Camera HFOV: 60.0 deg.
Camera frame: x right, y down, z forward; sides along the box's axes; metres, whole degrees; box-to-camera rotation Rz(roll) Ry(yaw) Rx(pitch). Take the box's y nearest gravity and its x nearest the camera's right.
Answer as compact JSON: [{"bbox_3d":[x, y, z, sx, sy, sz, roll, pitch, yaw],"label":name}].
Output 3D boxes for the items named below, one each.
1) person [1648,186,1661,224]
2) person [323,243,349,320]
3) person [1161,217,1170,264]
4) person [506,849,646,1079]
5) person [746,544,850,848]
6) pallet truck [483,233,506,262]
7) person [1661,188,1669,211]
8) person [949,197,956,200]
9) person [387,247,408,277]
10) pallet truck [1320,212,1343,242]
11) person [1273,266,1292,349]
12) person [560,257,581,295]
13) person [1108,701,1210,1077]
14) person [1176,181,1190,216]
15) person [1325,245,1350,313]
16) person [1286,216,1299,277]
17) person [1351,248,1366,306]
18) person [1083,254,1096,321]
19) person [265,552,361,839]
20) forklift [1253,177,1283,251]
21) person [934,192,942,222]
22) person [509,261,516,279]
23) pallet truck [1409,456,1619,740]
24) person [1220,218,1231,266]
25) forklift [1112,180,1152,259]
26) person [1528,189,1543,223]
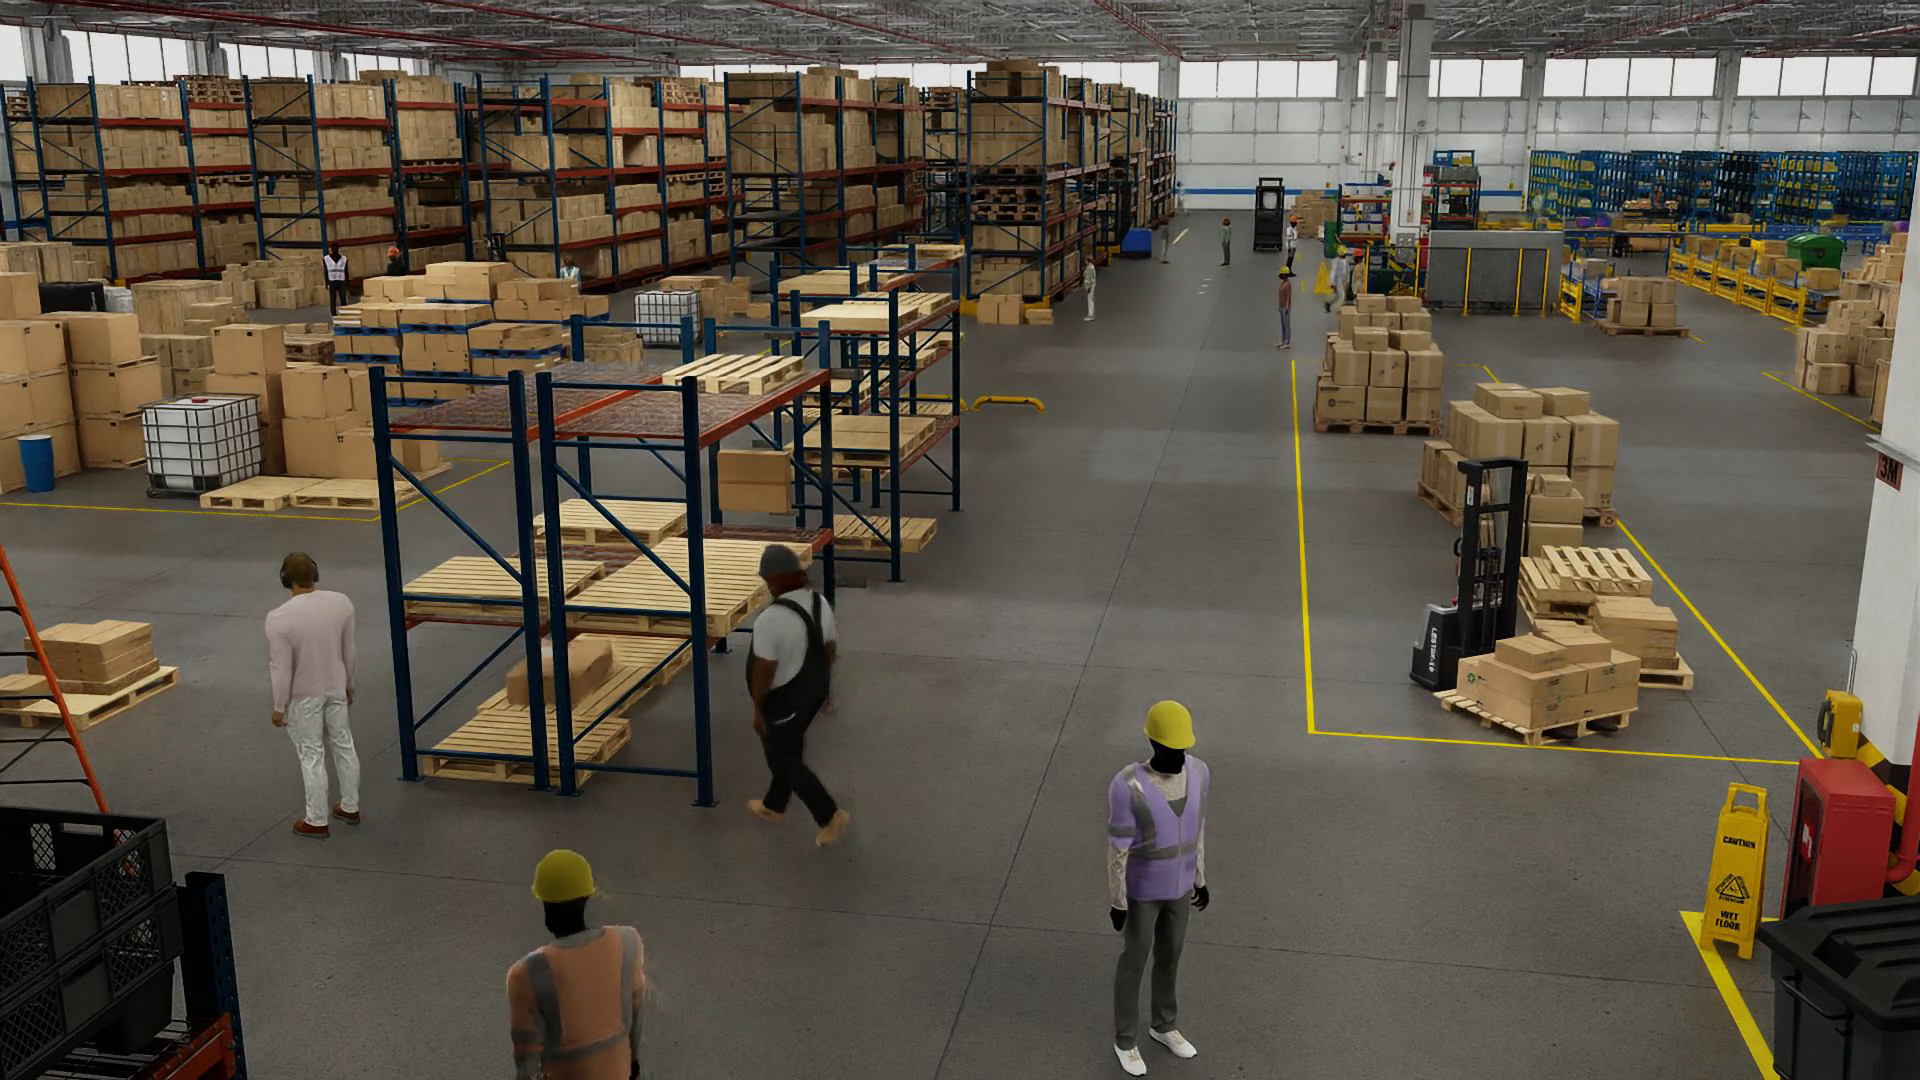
[{"bbox_3d":[33.302,-15.953,79.796,0.608,1.996,0.375,-1,14,-4],"label":"person"},{"bbox_3d":[-15.418,-6.393,41.162,0.587,1.911,0.397,-7,16,-27],"label":"person"},{"bbox_3d":[7.275,-10.560,58.669,0.329,1.626,0.517,3,14,13],"label":"person"},{"bbox_3d":[-1.561,2.109,6.672,0.612,1.881,0.960,-10,17,-36],"label":"person"},{"bbox_3d":[-1.091,0.984,10.935,0.898,2.000,0.707,8,16,28],"label":"person"},{"bbox_3d":[-11.832,-7.026,43.548,1.885,1.965,0.823,8,16,28],"label":"pallet truck"},{"bbox_3d":[36.274,-17.362,85.842,0.563,1.838,0.389,3,14,10],"label":"person"},{"bbox_3d":[-0.274,-17.262,85.470,0.625,1.828,0.434,2,14,6],"label":"person"},{"bbox_3d":[-12.954,-5.732,38.297,0.609,1.996,0.383,8,16,29],"label":"person"},{"bbox_3d":[15.874,-13.227,70.310,0.680,1.201,1.601,10,17,35],"label":"pallet truck"},{"bbox_3d":[6.981,-5.013,35.851,0.325,1.769,0.524,-1,14,-5],"label":"person"},{"bbox_3d":[-9.430,-6.044,40.317,0.522,1.631,0.324,0,14,-1],"label":"person"},{"bbox_3d":[1.003,1.704,8.247,0.594,1.924,0.382,-8,16,-30],"label":"person"},{"bbox_3d":[12.180,-18.740,91.317,0.875,1.906,0.650,4,14,15],"label":"person"},{"bbox_3d":[9.607,-6.597,42.207,0.585,1.803,0.753,-12,19,-41],"label":"person"},{"bbox_3d":[10.675,-9.418,53.380,0.365,1.935,0.553,8,16,29],"label":"person"},{"bbox_3d":[9.246,-5.810,38.732,0.360,1.938,0.546,6,15,22],"label":"person"},{"bbox_3d":[3.204,-6.235,41.075,0.312,1.638,0.512,1,14,3],"label":"person"},{"bbox_3d":[-4.270,1.023,11.003,0.371,1.934,0.627,9,17,33],"label":"person"},{"bbox_3d":[12.083,-12.747,64.956,1.129,2.768,1.873,3,14,10],"label":"forklift"},{"bbox_3d":[-1.110,-17.177,85.098,0.404,1.830,0.601,3,14,11],"label":"person"},{"bbox_3d":[-10.361,-5.640,38.627,0.881,1.646,0.537,0,14,-1],"label":"person"},{"bbox_3d":[4.504,0.400,13.395,0.823,1.965,1.885,-6,15,-23],"label":"pallet truck"},{"bbox_3d":[9.247,-10.357,57.821,0.279,1.633,0.501,10,17,35],"label":"person"},{"bbox_3d":[6.082,-11.722,60.796,1.873,2.768,1.129,2,14,9],"label":"forklift"},{"bbox_3d":[28.652,-16.512,82.556,0.663,1.769,0.908,-13,19,-43],"label":"person"}]
